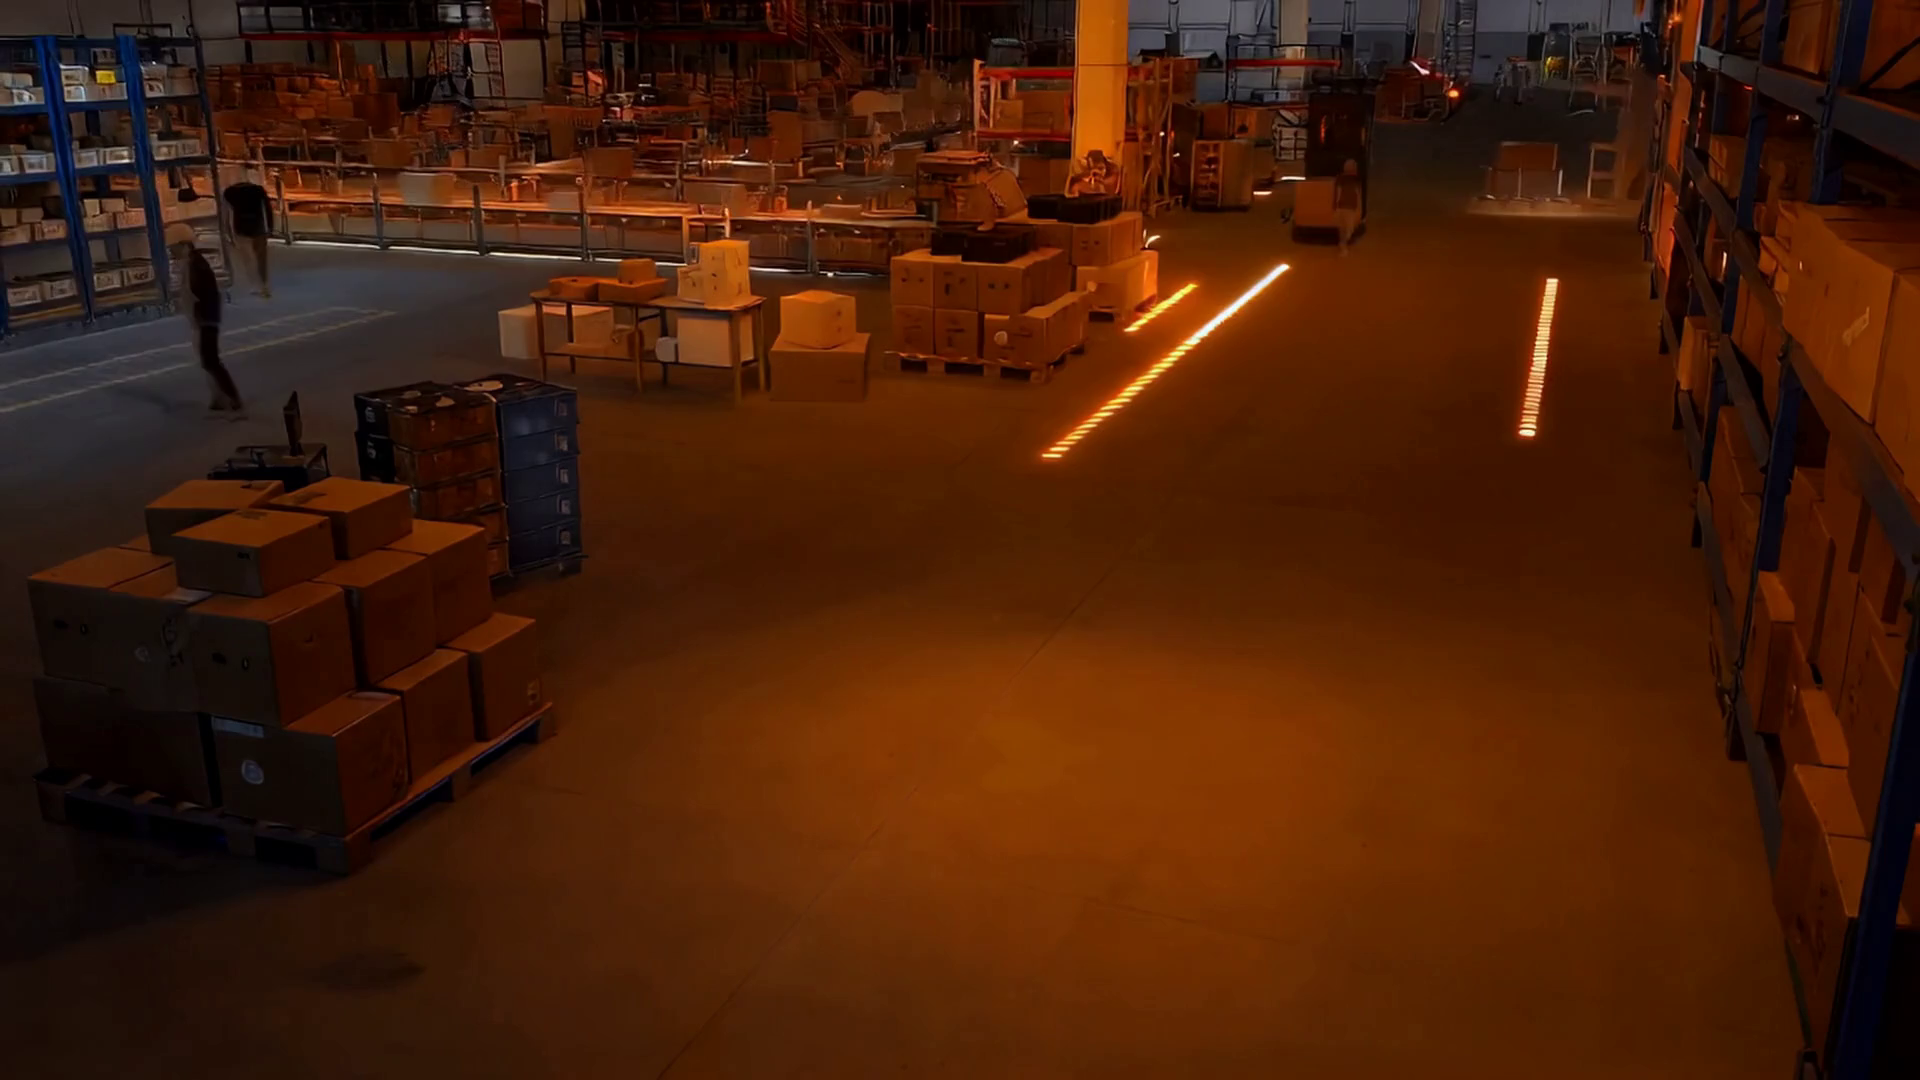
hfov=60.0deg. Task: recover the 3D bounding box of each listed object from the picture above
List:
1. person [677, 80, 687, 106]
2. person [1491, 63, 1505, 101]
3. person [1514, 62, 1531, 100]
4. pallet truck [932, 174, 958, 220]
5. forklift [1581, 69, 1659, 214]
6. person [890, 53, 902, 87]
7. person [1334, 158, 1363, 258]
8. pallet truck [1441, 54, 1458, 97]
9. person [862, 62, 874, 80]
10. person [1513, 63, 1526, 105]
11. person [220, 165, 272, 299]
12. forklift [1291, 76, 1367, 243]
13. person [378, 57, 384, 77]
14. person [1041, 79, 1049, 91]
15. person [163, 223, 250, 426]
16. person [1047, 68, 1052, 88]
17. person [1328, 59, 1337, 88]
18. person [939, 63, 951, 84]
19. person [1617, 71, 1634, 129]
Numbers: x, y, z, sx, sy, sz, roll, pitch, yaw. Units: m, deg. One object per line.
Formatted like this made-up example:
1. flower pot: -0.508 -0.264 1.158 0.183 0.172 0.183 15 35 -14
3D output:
1. person: -9.176 -14.329 55.024 0.623 1.730 0.541 9 20 26
2. person: 24.341 -20.720 75.257 0.540 1.642 0.896 12 21 33
3. person: 25.763 -20.941 75.887 0.489 1.678 0.913 -14 22 -37
4. pallet truck: -0.507 -5.292 27.348 0.653 1.274 1.630 6 19 19
5. forklift: 13.450 -7.876 32.901 1.873 2.768 1.129 6 19 19
6. person: -3.285 -24.192 85.898 0.621 1.823 0.815 -1 18 -3
7. person: 6.358 -5.443 27.300 0.521 1.616 0.378 13 22 35
8. pallet truck: 22.765 -21.886 78.355 0.823 1.965 1.885 -4 18 -14
9. person: -3.567 -17.359 64.056 0.395 2.044 0.609 16 24 42
10. person: 24.178 -19.662 71.757 0.326 1.760 0.524 -4 18 -12
11. person: -10.038 -4.344 23.465 0.645 1.864 0.964 -7 19 -21
12. forklift: 6.598 -6.755 29.381 1.129 2.768 1.873 6 19 19
13. person: -26.675 -21.320 76.784 0.419 1.869 0.610 6 19 19
14. person: 3.083 -15.610 58.862 0.493 1.856 0.552 6 19 19
15. person: -7.365 -2.109 16.267 0.587 1.967 0.787 -7 19 -22
16. person: 4.323 -23.662 84.032 0.638 1.937 0.356 -5 18 -15
17. person: 16.508 -20.379 73.807 0.540 1.879 0.629 11 21 31
18. person: -0.627 -18.854 69.039 0.510 1.871 0.328 -7 19 -20
19. person: 22.964 -15.152 57.295 0.355 1.938 0.545 -10 20 -29
